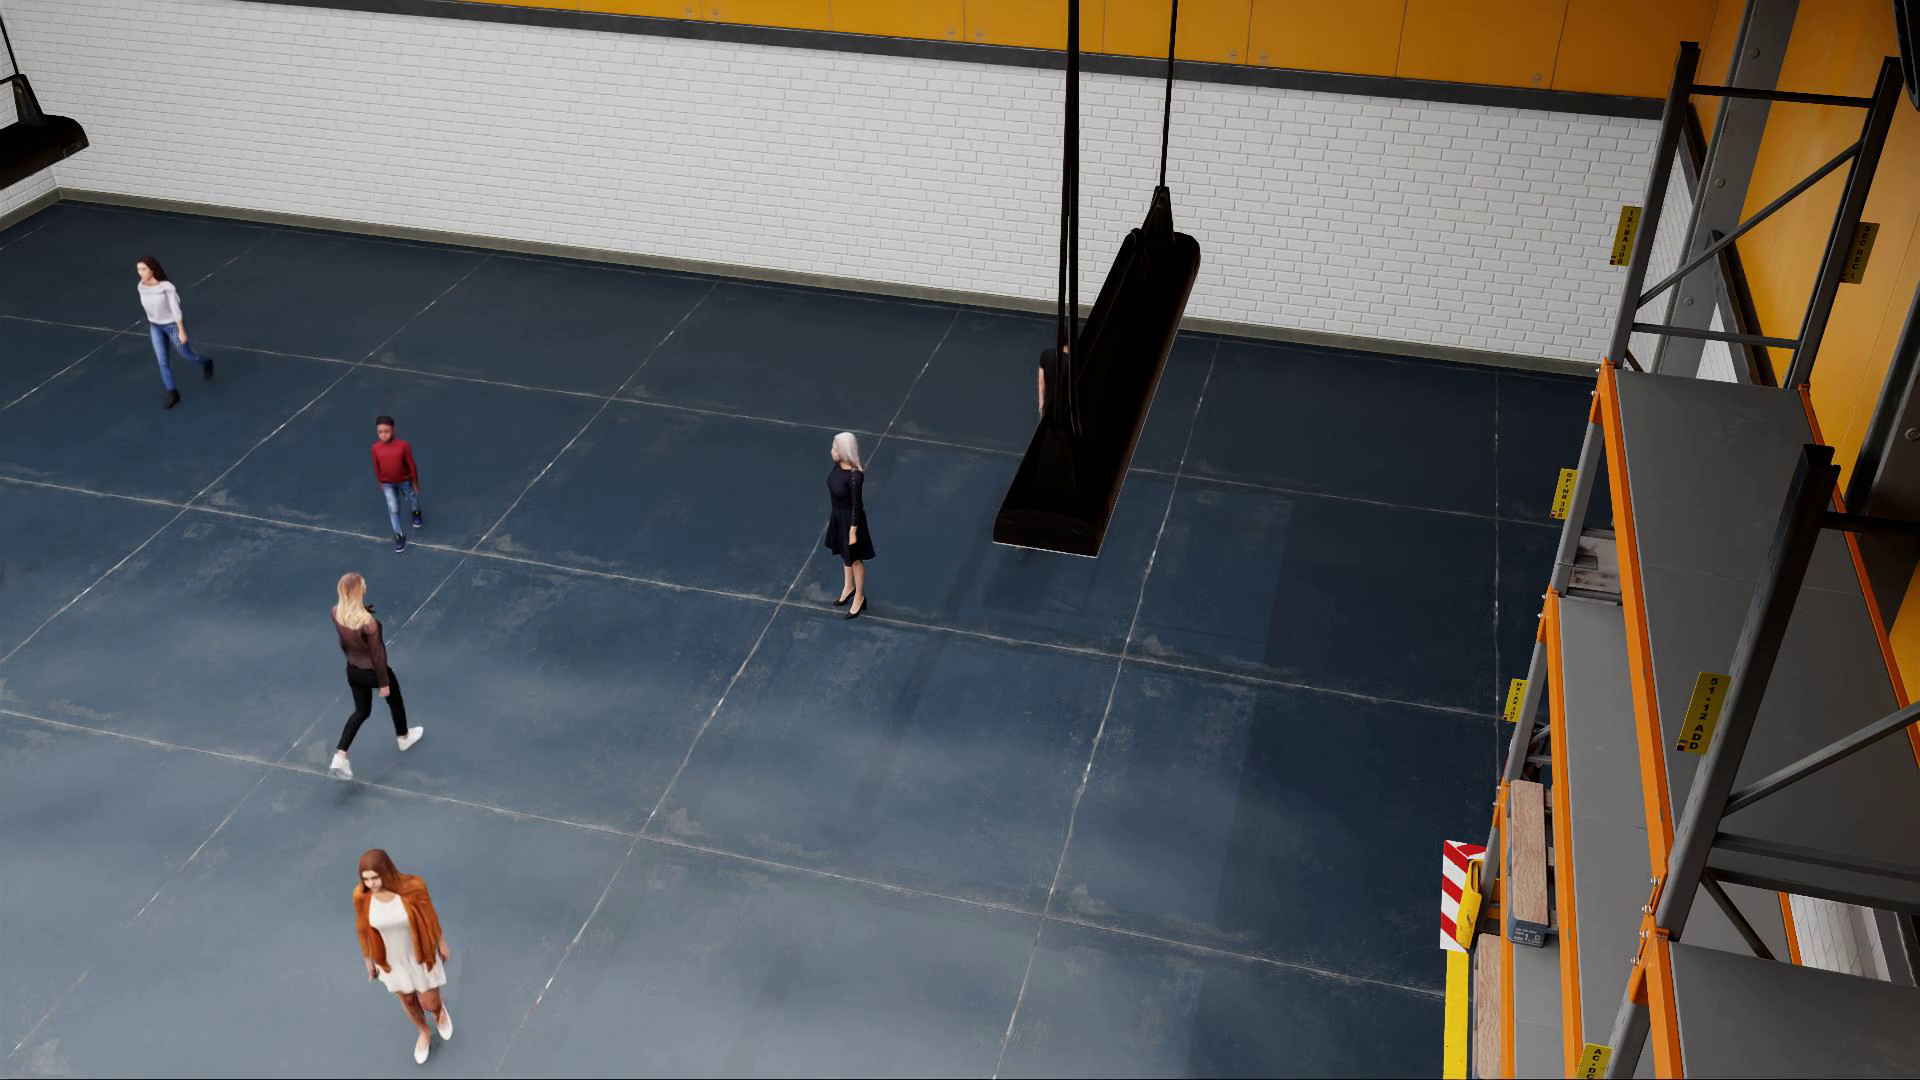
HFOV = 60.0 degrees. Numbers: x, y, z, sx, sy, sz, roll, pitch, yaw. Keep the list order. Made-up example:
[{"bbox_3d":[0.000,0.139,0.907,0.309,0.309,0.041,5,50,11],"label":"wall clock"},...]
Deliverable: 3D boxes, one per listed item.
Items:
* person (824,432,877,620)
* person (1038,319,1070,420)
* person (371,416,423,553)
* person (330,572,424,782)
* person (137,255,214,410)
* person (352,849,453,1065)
[{"bbox_3d":[-0.935,-0.134,13.876,0.756,1.747,0.691,-16,37,-23],"label":"person"},{"bbox_3d":[0.881,-1.129,15.303,0.846,1.824,1.278,16,37,22],"label":"person"},{"bbox_3d":[-5.071,-0.585,15.027,0.755,1.224,0.951,-6,34,-9],"label":"person"},{"bbox_3d":[-4.397,1.024,12.198,0.772,1.676,1.125,16,37,23],"label":"person"},{"bbox_3d":[-8.085,-2.192,17.104,0.607,1.601,0.992,7,34,11],"label":"person"},{"bbox_3d":[-3.343,2.431,10.056,0.748,1.703,0.775,-6,34,-8],"label":"person"}]
